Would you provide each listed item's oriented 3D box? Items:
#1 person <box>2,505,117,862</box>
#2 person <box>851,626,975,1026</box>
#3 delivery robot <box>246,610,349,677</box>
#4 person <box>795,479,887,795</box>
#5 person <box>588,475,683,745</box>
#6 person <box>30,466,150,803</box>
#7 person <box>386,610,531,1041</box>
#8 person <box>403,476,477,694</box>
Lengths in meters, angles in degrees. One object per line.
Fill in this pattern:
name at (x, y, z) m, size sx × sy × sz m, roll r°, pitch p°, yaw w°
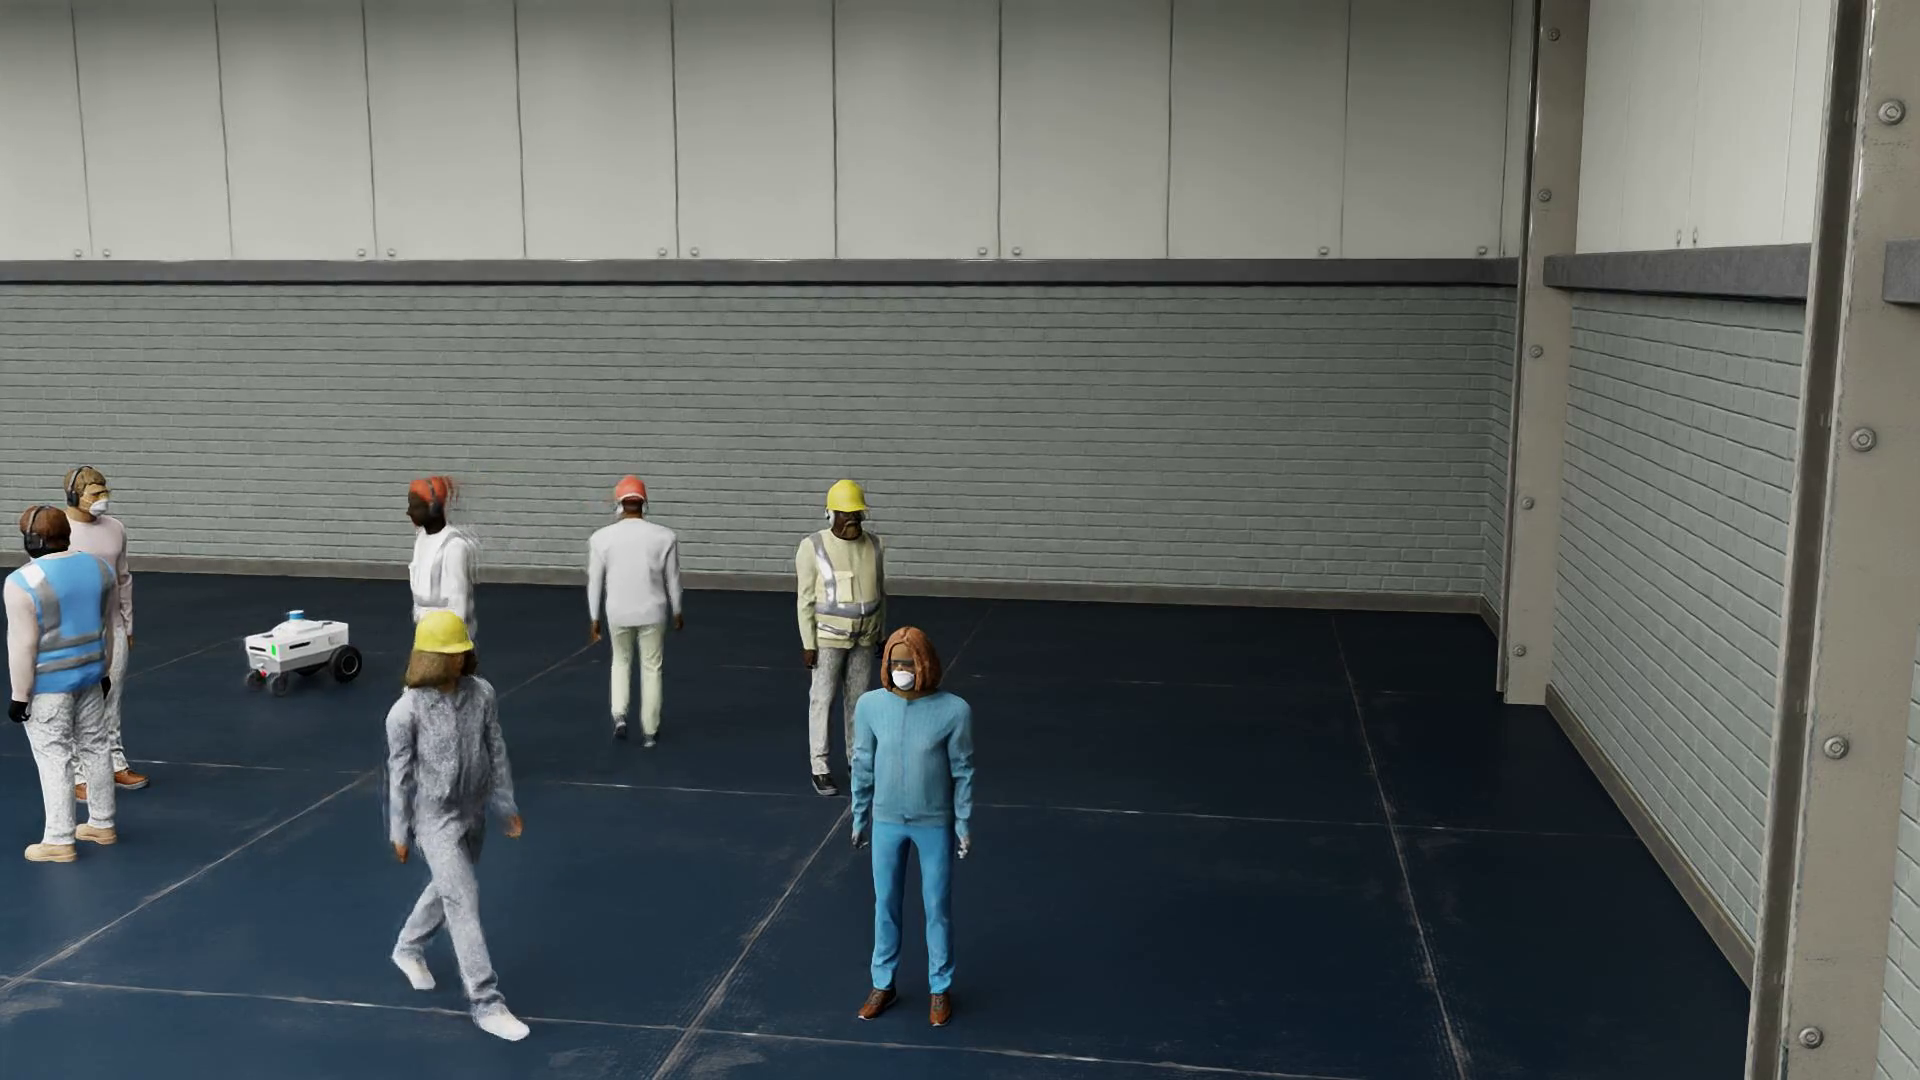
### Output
person at (-4.653, 0.733, 8.592) m, size 0.429 × 1.841 × 0.634 m, roll 3°, pitch 10°, yaw 17°
person at (-0.192, 1.145, 6.688) m, size 0.507 × 1.632 × 0.268 m, roll 2°, pitch 9°, yaw 12°
delivery robot at (-4.822, 0.755, 12.121) m, size 0.477 × 0.478 × 0.707 m, roll 5°, pitch 11°, yaw 30°
person at (-0.667, 0.556, 9.704) m, size 0.586 × 1.835 × 0.404 m, roll -6°, pitch 11°, yaw -34°
person at (-2.073, 0.449, 10.664) m, size 0.585 × 1.733 × 0.393 m, roll -1°, pitch 9°, yaw -4°
person at (-4.995, 0.534, 9.554) m, size 0.375 × 1.933 × 0.625 m, roll 3°, pitch 10°, yaw 18°
person at (-2.089, 1.102, 6.743) m, size 0.904 × 1.702 × 0.490 m, roll 6°, pitch 11°, yaw 31°
person at (-2.990, 0.560, 9.555) m, size 0.405 × 1.872 × 0.617 m, roll -8°, pitch 12°, yaw -39°
